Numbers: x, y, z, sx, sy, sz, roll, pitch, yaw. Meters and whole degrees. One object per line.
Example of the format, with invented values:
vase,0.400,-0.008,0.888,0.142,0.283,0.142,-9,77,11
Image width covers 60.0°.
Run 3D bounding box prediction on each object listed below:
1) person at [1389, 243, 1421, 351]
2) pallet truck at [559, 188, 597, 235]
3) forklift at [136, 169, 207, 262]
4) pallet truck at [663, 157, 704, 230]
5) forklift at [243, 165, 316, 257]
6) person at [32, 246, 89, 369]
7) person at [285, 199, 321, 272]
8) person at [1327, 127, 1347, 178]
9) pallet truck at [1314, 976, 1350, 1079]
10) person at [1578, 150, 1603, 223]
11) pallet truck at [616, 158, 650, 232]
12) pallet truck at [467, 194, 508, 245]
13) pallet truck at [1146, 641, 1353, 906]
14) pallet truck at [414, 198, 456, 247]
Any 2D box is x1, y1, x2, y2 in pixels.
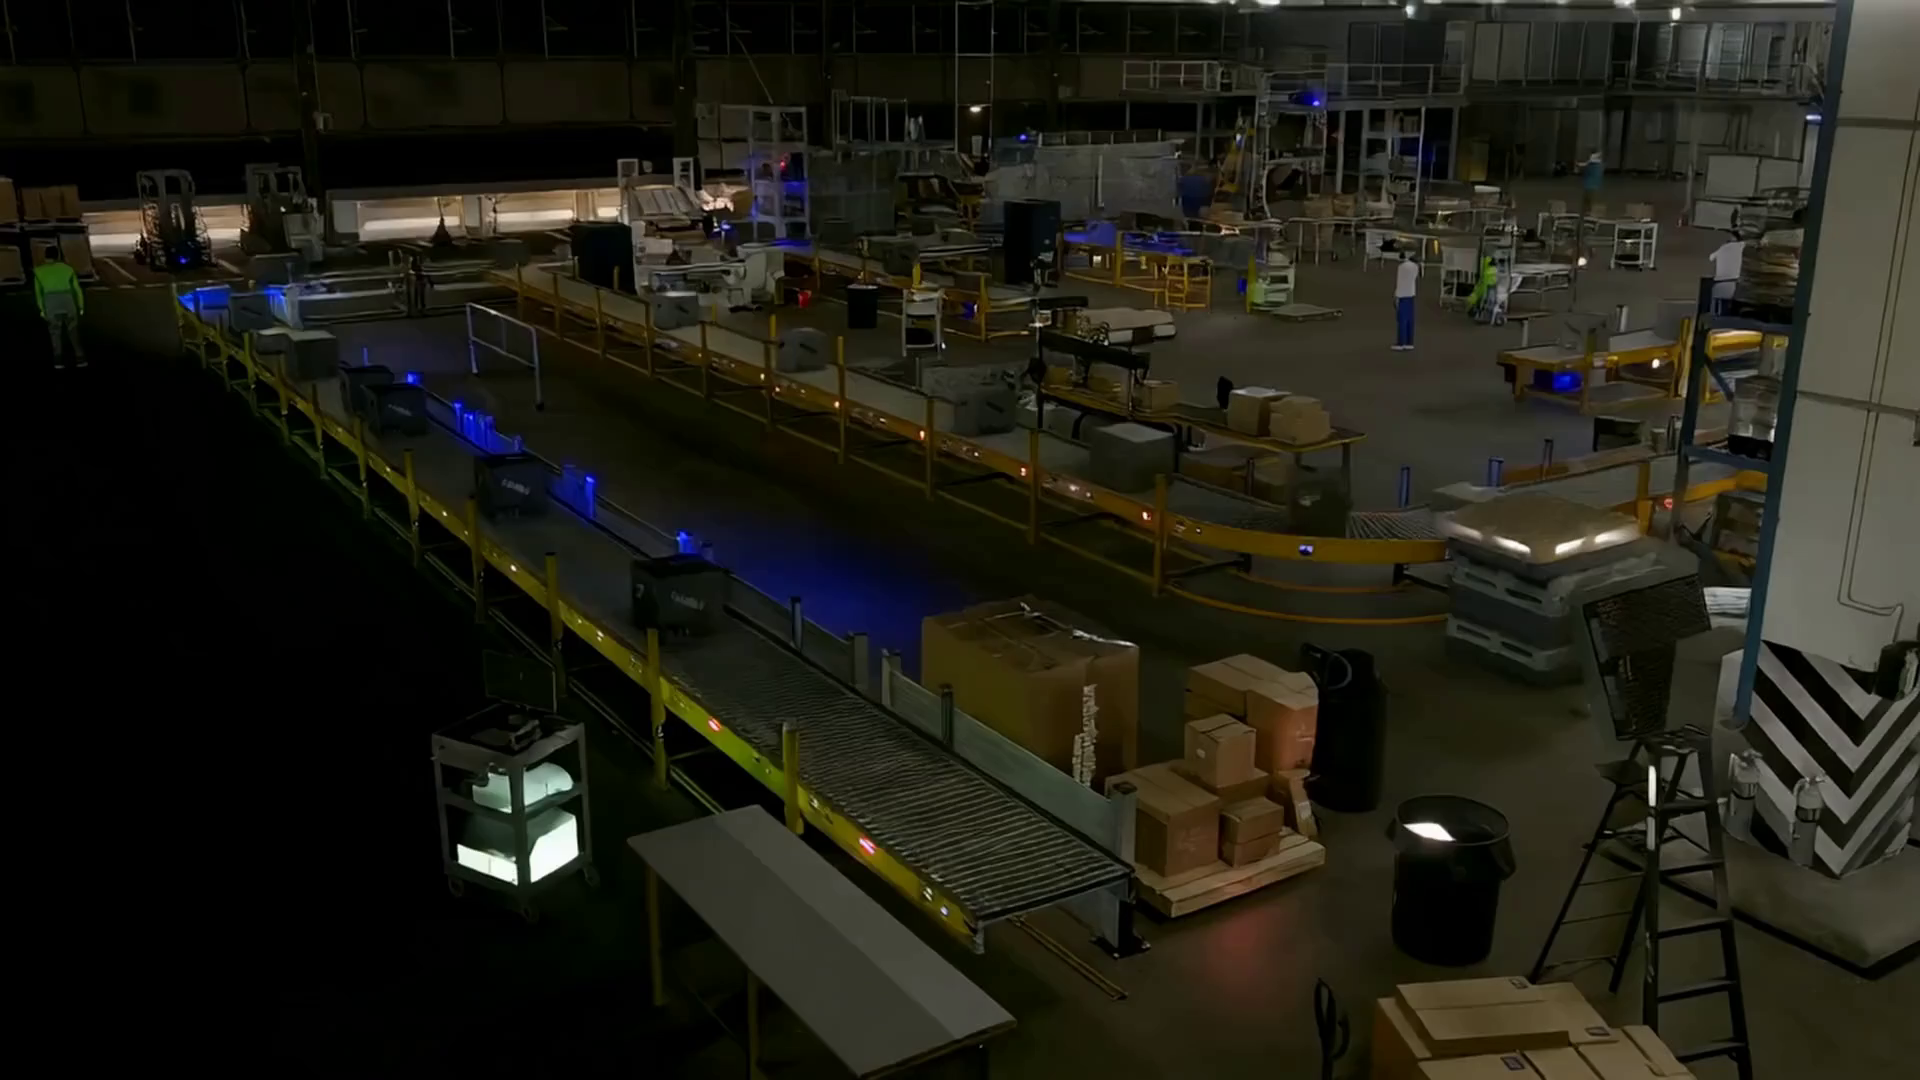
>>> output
person,7.350,-4.010,27.462,0.522,1.768,0.312,-11,20,-32
pallet truck,-10.010,-8.652,43.699,0.653,1.274,1.630,-10,20,-31
forklift,-17.842,-7.318,37.559,1.157,1.987,2.680,-10,20,-31
pallet truck,-7.586,-9.308,44.692,0.823,1.965,1.885,-11,20,-33
forklift,-15.898,-7.669,38.708,1.157,1.987,2.680,-11,20,-33
person,-14.023,-3.628,25.954,0.644,1.903,0.400,-5,17,-16
person,-13.647,-6.194,34.662,0.610,1.800,0.796,1,17,4
person,14.101,-14.454,62.076,0.584,1.845,0.903,-11,20,-32
pallet truck,2.299,2.390,7.086,1.601,1.201,0.680,-2,17,-7
person,17.636,-9.872,46.528,0.622,2.030,0.521,-4,17,-12
pallet truck,-8.918,-9.176,44.255,0.823,1.965,1.885,-9,19,-27
pallet truck,-11.983,-8.177,42.137,0.704,1.261,1.522,-11,20,-33
pallet truck,1.664,1.407,10.232,1.630,1.274,0.653,-10,20,-31
pallet truck,-13.250,-8.060,41.856,0.680,1.201,1.601,-10,20,-31
